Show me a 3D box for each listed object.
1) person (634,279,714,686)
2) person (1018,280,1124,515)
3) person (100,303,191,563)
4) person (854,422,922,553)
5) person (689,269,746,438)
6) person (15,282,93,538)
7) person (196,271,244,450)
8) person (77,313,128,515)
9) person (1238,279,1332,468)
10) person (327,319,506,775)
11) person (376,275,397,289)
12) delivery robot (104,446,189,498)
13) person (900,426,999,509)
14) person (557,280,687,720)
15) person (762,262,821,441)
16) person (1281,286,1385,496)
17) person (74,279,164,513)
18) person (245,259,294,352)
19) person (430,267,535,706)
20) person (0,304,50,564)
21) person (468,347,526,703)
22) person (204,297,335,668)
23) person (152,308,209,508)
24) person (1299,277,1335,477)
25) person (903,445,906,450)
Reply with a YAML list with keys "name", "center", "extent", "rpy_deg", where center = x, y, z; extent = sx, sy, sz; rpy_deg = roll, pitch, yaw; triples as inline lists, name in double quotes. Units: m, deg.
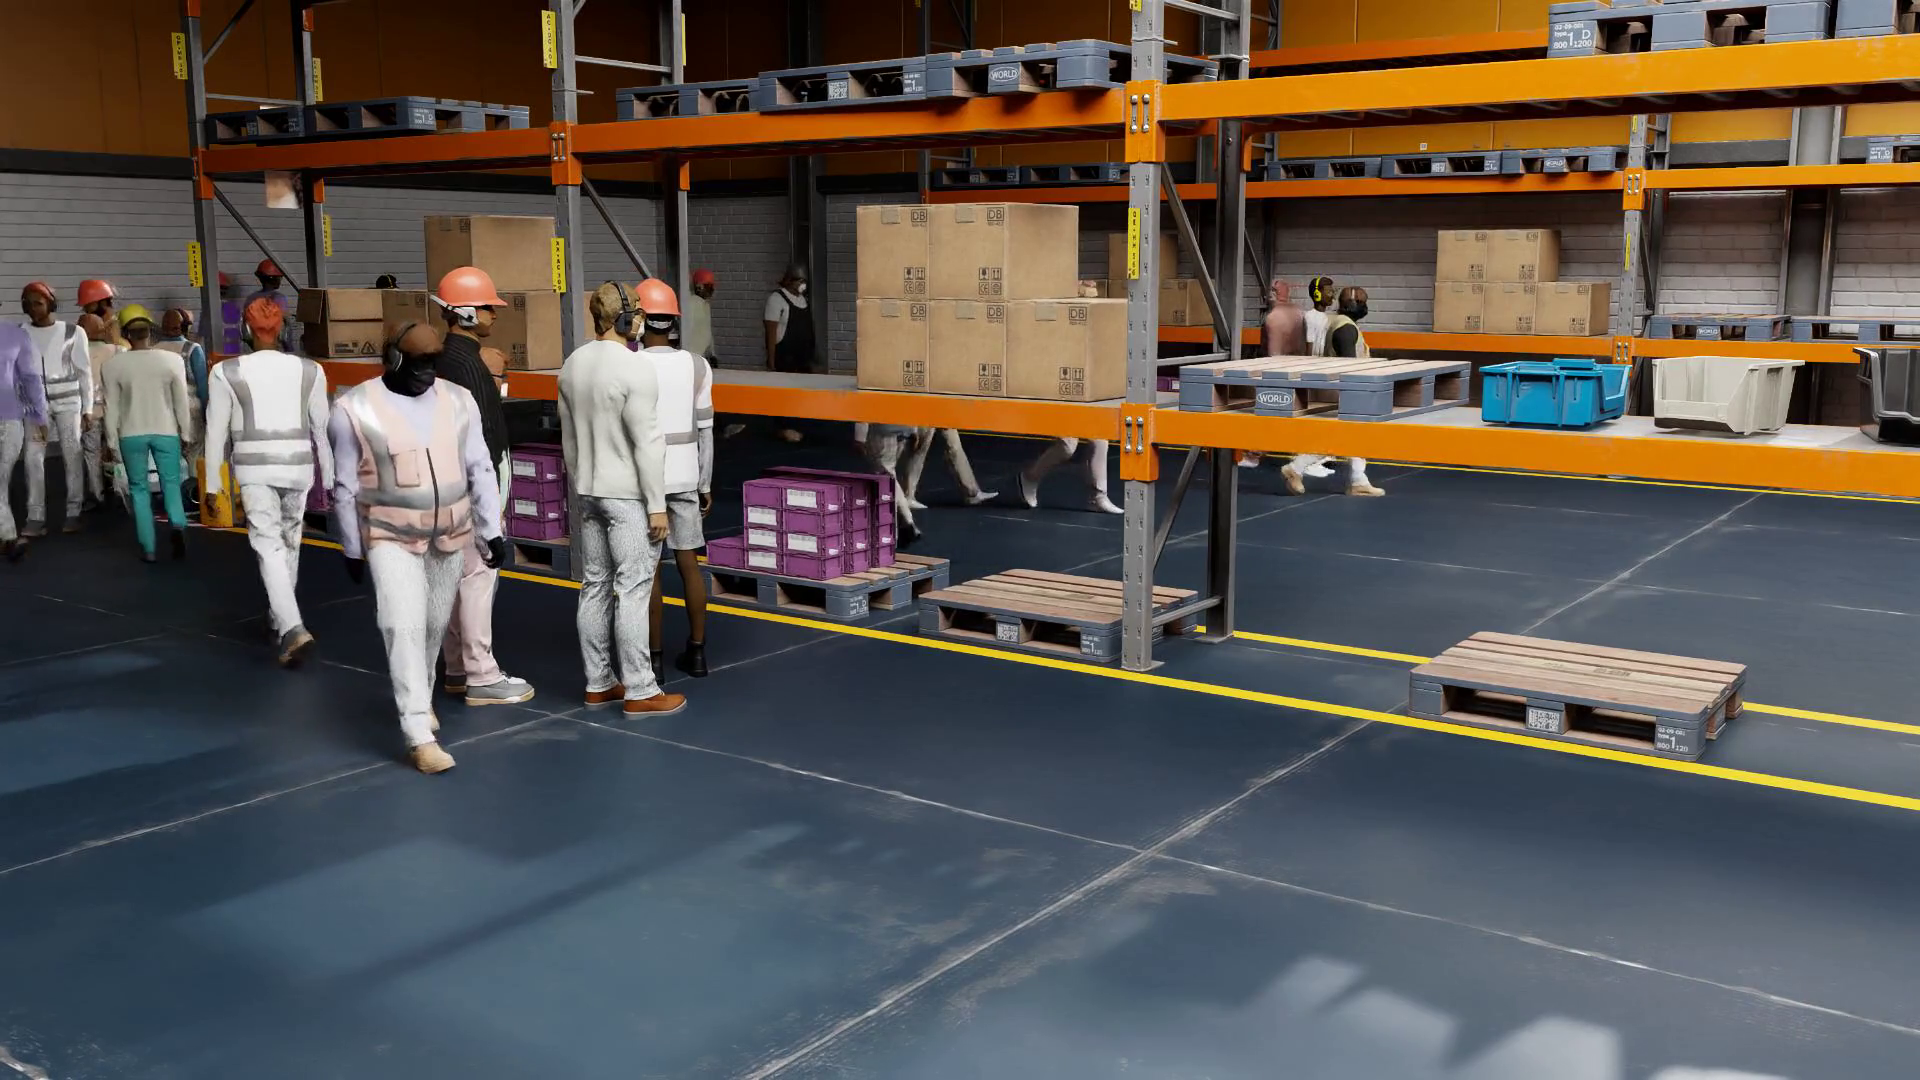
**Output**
- name: "person"
  center: [-1.447, -0.275, 7.980]
  extent: [0.553, 1.935, 0.364]
  rpy_deg: [-7, 12, -38]
- name: "person"
  center: [0.902, -1.143, 13.332]
  extent: [0.819, 1.879, 0.645]
  rpy_deg: [7, 12, 38]
- name: "person"
  center: [-5.376, -0.691, 11.023]
  extent: [0.536, 1.744, 0.494]
  rpy_deg: [-6, 11, -33]
- name: "person"
  center: [-0.508, -0.764, 11.238]
  extent: [0.429, 1.817, 0.621]
  rpy_deg: [6, 11, 31]
- name: "person"
  center: [-2.968, -2.115, 18.973]
  extent: [1.039, 1.926, 0.633]
  rpy_deg: [1, 10, 7]
- name: "person"
  center: [-6.662, -0.943, 12.176]
  extent: [0.595, 1.856, 0.778]
  rpy_deg: [-2, 10, -14]
- name: "person"
  center: [-7.954, -1.900, 17.792]
  extent: [0.494, 1.918, 0.618]
  rpy_deg: [2, 10, 12]
- name: "person"
  center: [-6.834, -0.999, 13.247]
  extent: [0.519, 1.612, 0.674]
  rpy_deg: [-5, 11, -29]
- name: "person"
  center: [3.156, -1.580, 16.041]
  extent: [1.029, 1.856, 0.654]
  rpy_deg: [8, 13, 41]
- name: "person"
  center: [-2.240, -0.009, 6.857]
  extent: [0.623, 1.801, 0.896]
  rpy_deg: [-9, 13, -42]
- name: "person"
  center: [-6.365, -2.022, 18.590]
  extent: [0.533, 1.871, 0.320]
  rpy_deg: [6, 11, 31]
- name: "delivery robot"
  center: [-6.494, -0.545, 13.424]
  extent: [0.707, 0.478, 0.477]
  rpy_deg: [-9, 13, -44]
- name: "person"
  center: [-0.122, -1.026, 13.474]
  extent: [0.856, 1.593, 0.539]
  rpy_deg: [3, 10, 15]
- name: "person"
  center: [-1.512, -0.175, 7.384]
  extent: [0.627, 1.940, 0.373]
  rpy_deg: [8, 13, 40]
- name: "person"
  center: [-1.866, -2.129, 18.718]
  extent: [0.592, 2.000, 0.712]
  rpy_deg: [6, 11, 31]
- name: "person"
  center: [3.214, -1.260, 14.231]
  extent: [0.818, 1.815, 0.629]
  rpy_deg: [3, 10, 15]
- name: "person"
  center: [-6.831, -1.183, 13.548]
  extent: [0.888, 1.889, 0.551]
  rpy_deg: [-8, 12, -39]
- name: "person"
  center: [-7.599, -2.083, 18.436]
  extent: [0.605, 2.045, 0.378]
  rpy_deg: [5, 11, 26]
- name: "person"
  center: [-2.233, -0.243, 7.623]
  extent: [0.381, 1.994, 0.613]
  rpy_deg: [-6, 11, -33]
- name: "person"
  center: [-6.469, -0.790, 11.186]
  extent: [0.985, 1.888, 0.655]
  rpy_deg: [8, 12, 39]
- name: "person"
  center: [-2.183, -0.071, 7.676]
  extent: [0.285, 1.632, 0.498]
  rpy_deg: [-1, 10, -9]
- name: "person"
  center: [-3.476, -0.306, 8.449]
  extent: [0.602, 1.852, 0.963]
  rpy_deg: [-7, 12, -37]
- name: "person"
  center: [-6.293, -1.051, 13.485]
  extent: [0.512, 1.642, 0.312]
  rpy_deg: [3, 10, 17]
- name: "person"
  center: [3.376, -1.531, 15.651]
  extent: [0.328, 1.876, 0.513]
  rpy_deg: [5, 11, 26]
- name: "person"
  center: [-0.701, -1.893, 17.627]
  extent: [0.633, 1.936, 0.741]
  rpy_deg: [0, 10, -1]
